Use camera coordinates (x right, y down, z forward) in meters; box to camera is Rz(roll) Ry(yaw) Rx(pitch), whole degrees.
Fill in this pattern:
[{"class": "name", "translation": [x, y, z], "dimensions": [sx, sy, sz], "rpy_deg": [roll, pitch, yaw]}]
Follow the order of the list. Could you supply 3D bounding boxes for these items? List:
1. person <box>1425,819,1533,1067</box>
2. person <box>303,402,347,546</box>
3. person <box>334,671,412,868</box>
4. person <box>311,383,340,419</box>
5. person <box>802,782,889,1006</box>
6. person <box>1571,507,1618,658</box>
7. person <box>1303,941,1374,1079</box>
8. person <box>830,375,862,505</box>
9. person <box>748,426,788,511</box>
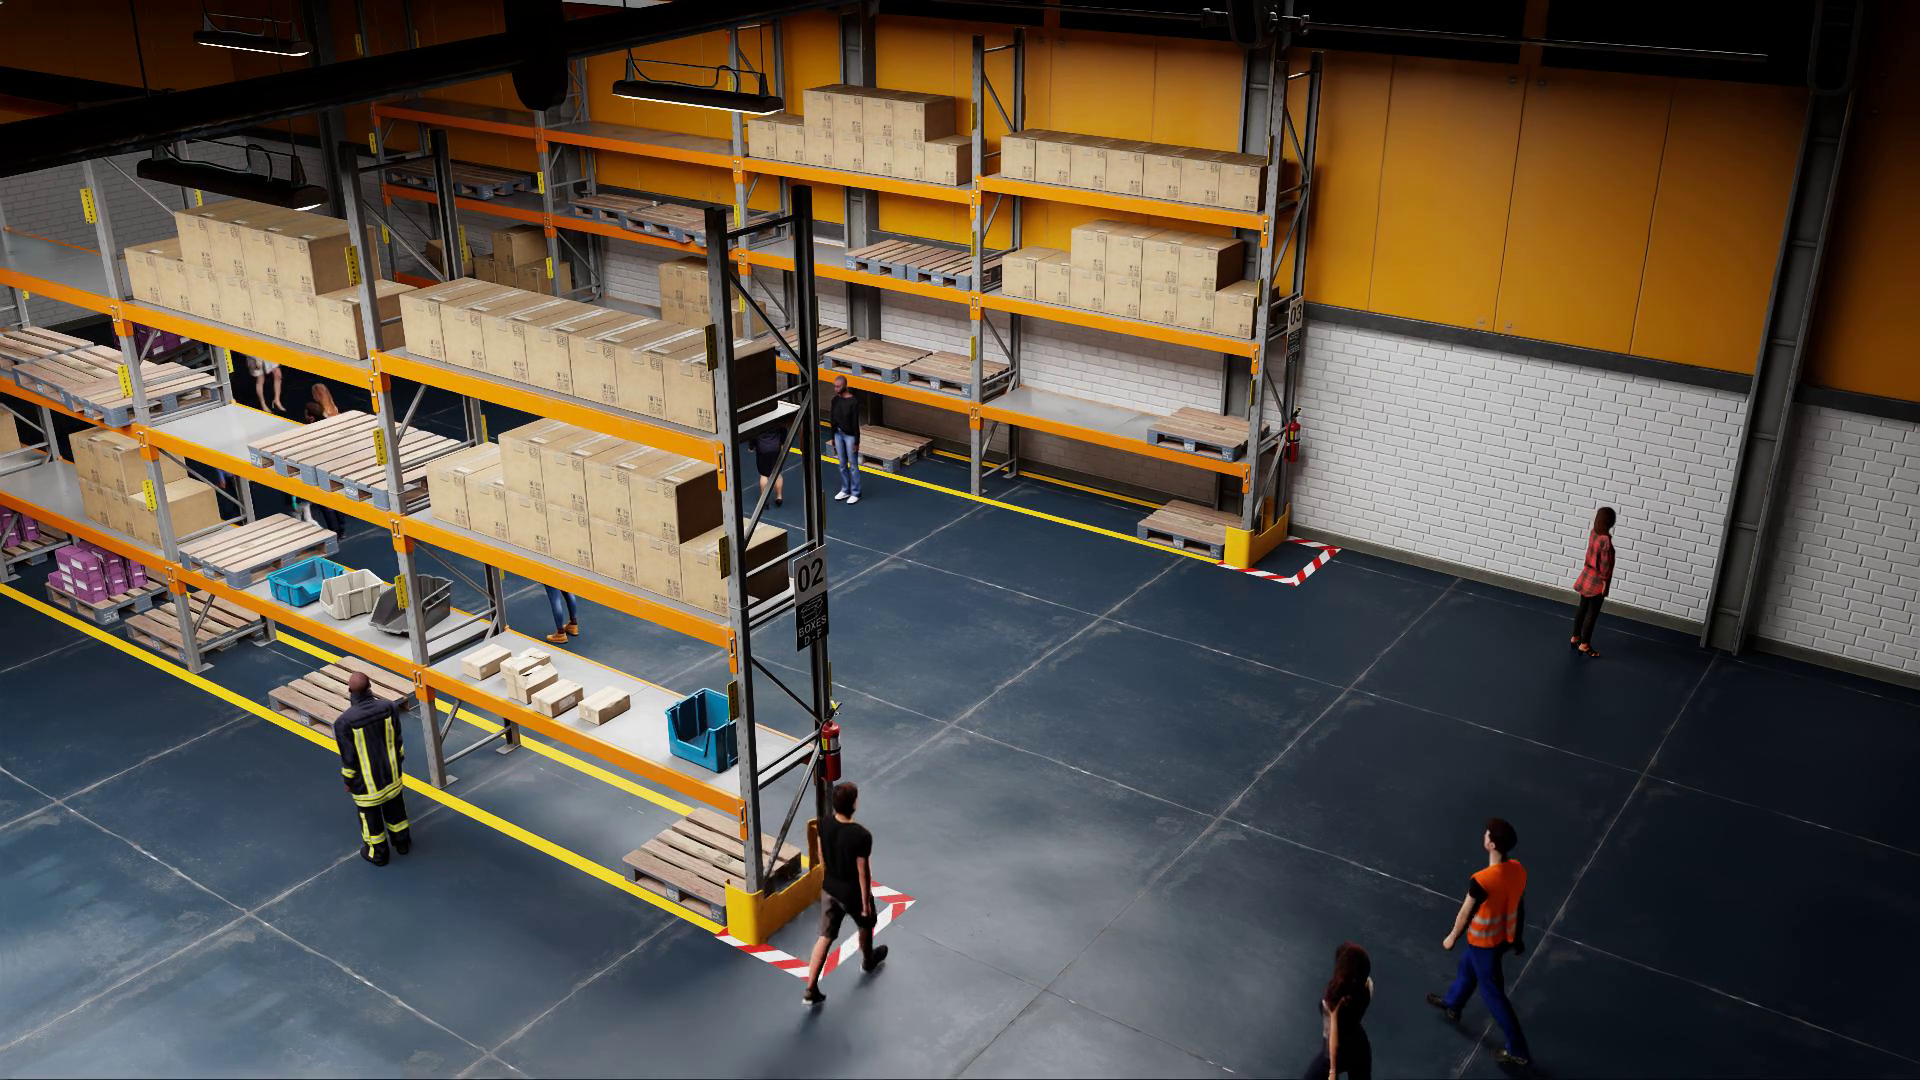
[{"class": "person", "translation": [3.911, 2.956, 12.039], "dimensions": [0.877, 1.842, 1.276], "rpy_deg": [-17, 29, -34]}, {"class": "person", "translation": [-7.928, -0.837, 20.709], "dimensions": [0.893, 1.849, 0.878], "rpy_deg": [1, 24, 2]}, {"class": "person", "translation": [-5.076, 1.944, 14.380], "dimensions": [0.714, 1.822, 0.783], "rpy_deg": [21, 31, 39]}, {"class": "person", "translation": [-8.197, -1.178, 21.671], "dimensions": [1.048, 1.702, 0.726], "rpy_deg": [11, 26, 23]}, {"class": "person", "translation": [-0.941, 2.707, 12.625], "dimensions": [1.187, 1.829, 0.812], "rpy_deg": [13, 27, 27]}, {"class": "person", "translation": [6.868, 0.435, 17.982], "dimensions": [0.744, 1.702, 0.707], "rpy_deg": [-1, 24, -3]}, {"class": "person", "translation": [2.625, 3.482, 10.999], "dimensions": [0.815, 1.713, 1.228], "rpy_deg": [-20, 30, -38]}, {"class": "person", "translation": [-1.498, -1.358, 22.033], "dimensions": [0.508, 1.744, 0.674], "rpy_deg": [13, 27, 27]}, {"class": "person", "translation": [-2.511, -1.204, 21.776], "dimensions": [0.803, 1.666, 0.819], "rpy_deg": [-10, 25, -21]}]
